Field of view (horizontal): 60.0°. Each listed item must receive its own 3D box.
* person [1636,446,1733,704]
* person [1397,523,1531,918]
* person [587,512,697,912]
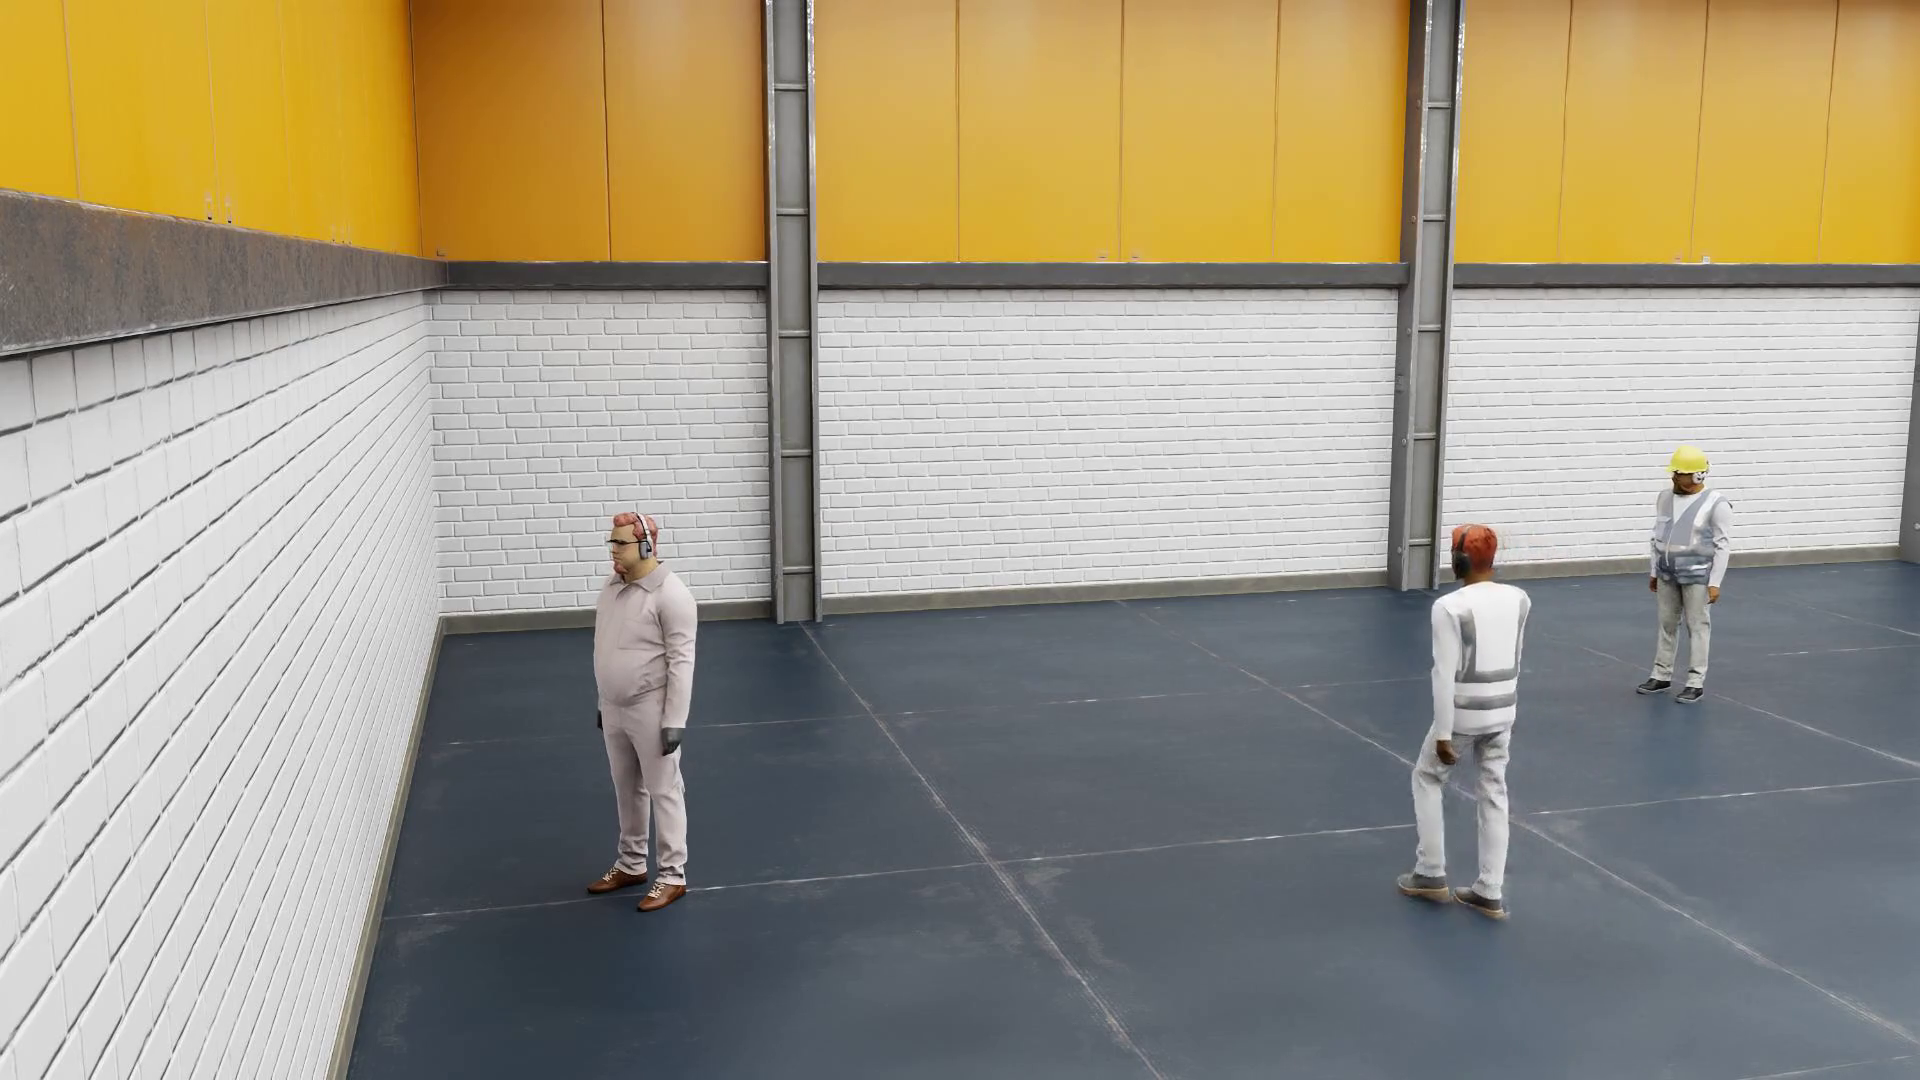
[{"bbox_3d":[5.137,0.241,11.793,0.404,1.823,0.591,-5,10,-29],"label":"person"},{"bbox_3d":[2.406,0.838,7.953,0.580,1.862,0.668,-4,10,-21],"label":"person"},{"bbox_3d":[-1.547,0.810,7.983,0.641,1.909,0.409,8,12,40],"label":"person"}]
